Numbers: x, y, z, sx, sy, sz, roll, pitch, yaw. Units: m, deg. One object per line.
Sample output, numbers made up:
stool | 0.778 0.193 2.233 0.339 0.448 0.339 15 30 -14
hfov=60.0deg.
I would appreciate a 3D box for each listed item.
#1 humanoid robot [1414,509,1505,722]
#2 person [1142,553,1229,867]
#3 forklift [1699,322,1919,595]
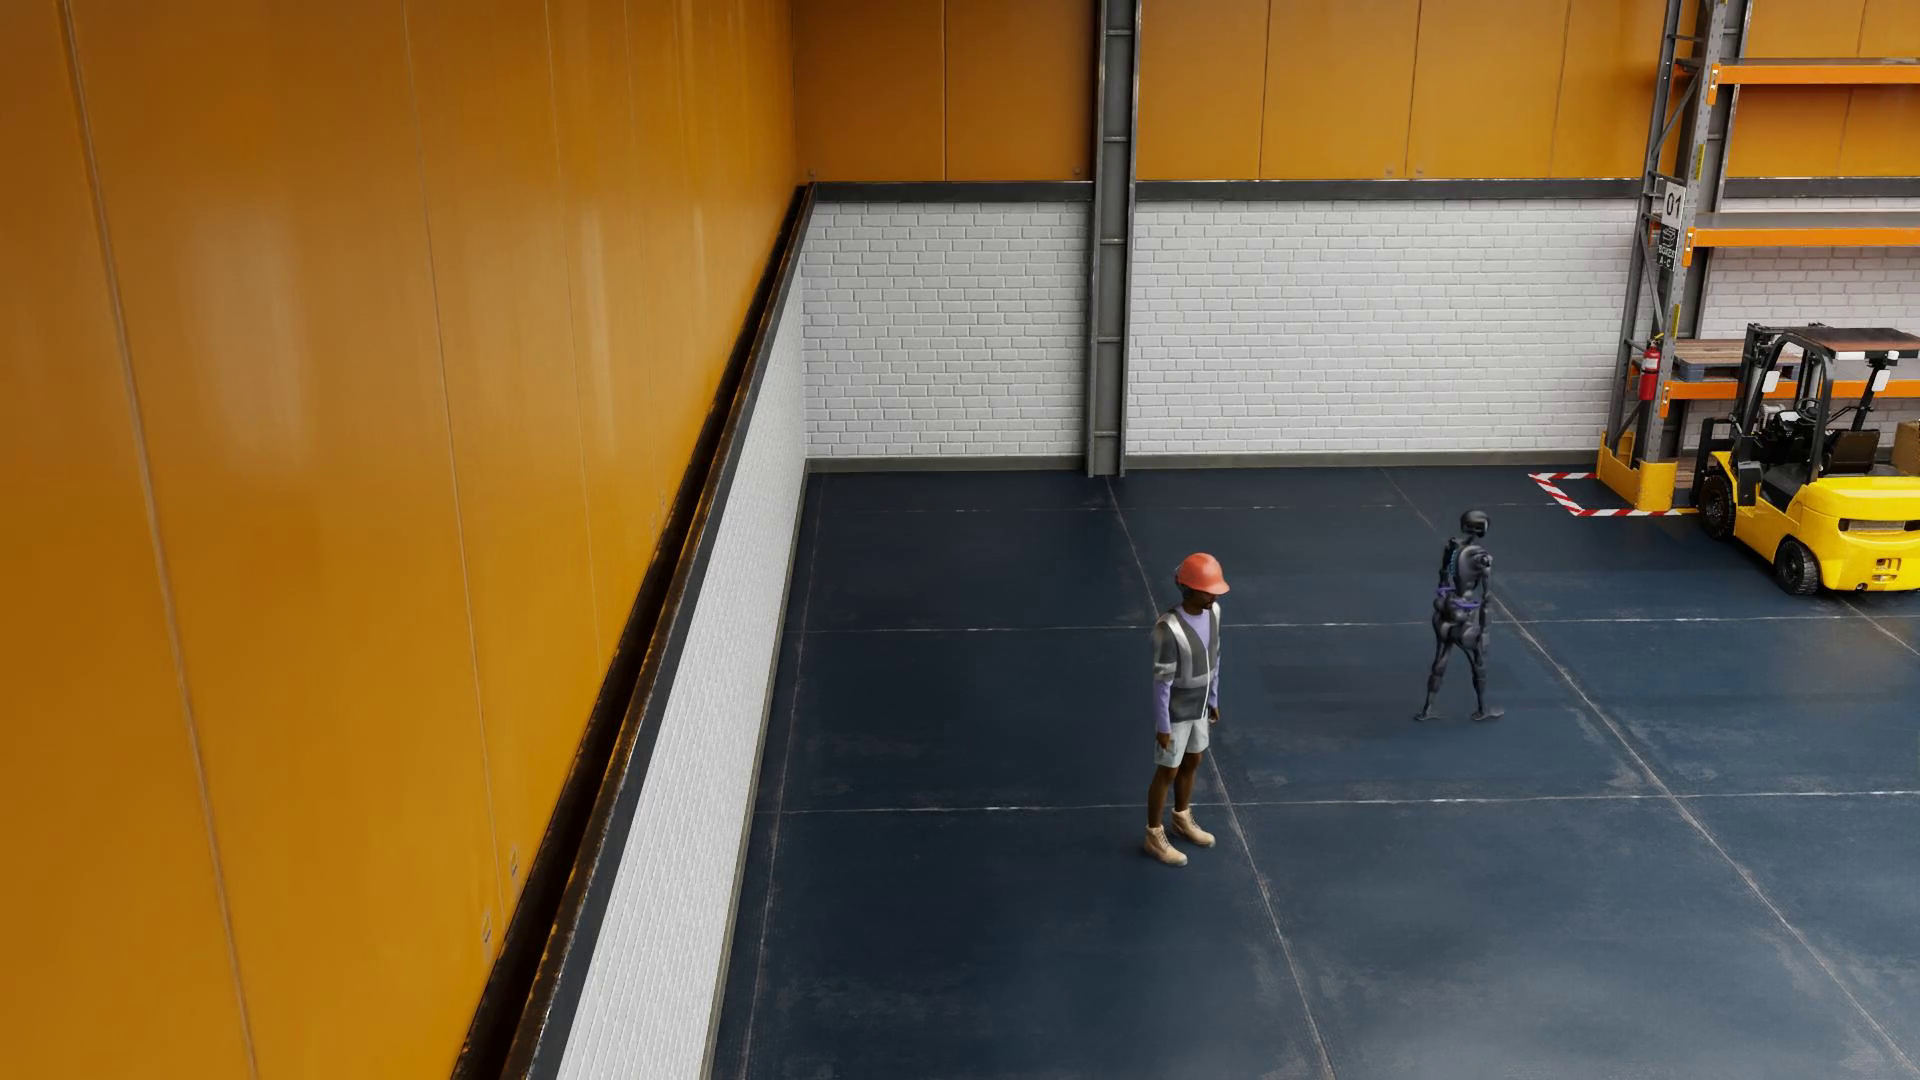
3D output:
humanoid robot | 3.676 0.543 12.067 0.627 1.640 0.599 -7 21 -19
person | 1.415 1.031 10.223 0.414 2.034 0.601 17 26 39
forklift | 7.809 -0.792 14.926 1.214 2.155 2.313 -1 20 -2
